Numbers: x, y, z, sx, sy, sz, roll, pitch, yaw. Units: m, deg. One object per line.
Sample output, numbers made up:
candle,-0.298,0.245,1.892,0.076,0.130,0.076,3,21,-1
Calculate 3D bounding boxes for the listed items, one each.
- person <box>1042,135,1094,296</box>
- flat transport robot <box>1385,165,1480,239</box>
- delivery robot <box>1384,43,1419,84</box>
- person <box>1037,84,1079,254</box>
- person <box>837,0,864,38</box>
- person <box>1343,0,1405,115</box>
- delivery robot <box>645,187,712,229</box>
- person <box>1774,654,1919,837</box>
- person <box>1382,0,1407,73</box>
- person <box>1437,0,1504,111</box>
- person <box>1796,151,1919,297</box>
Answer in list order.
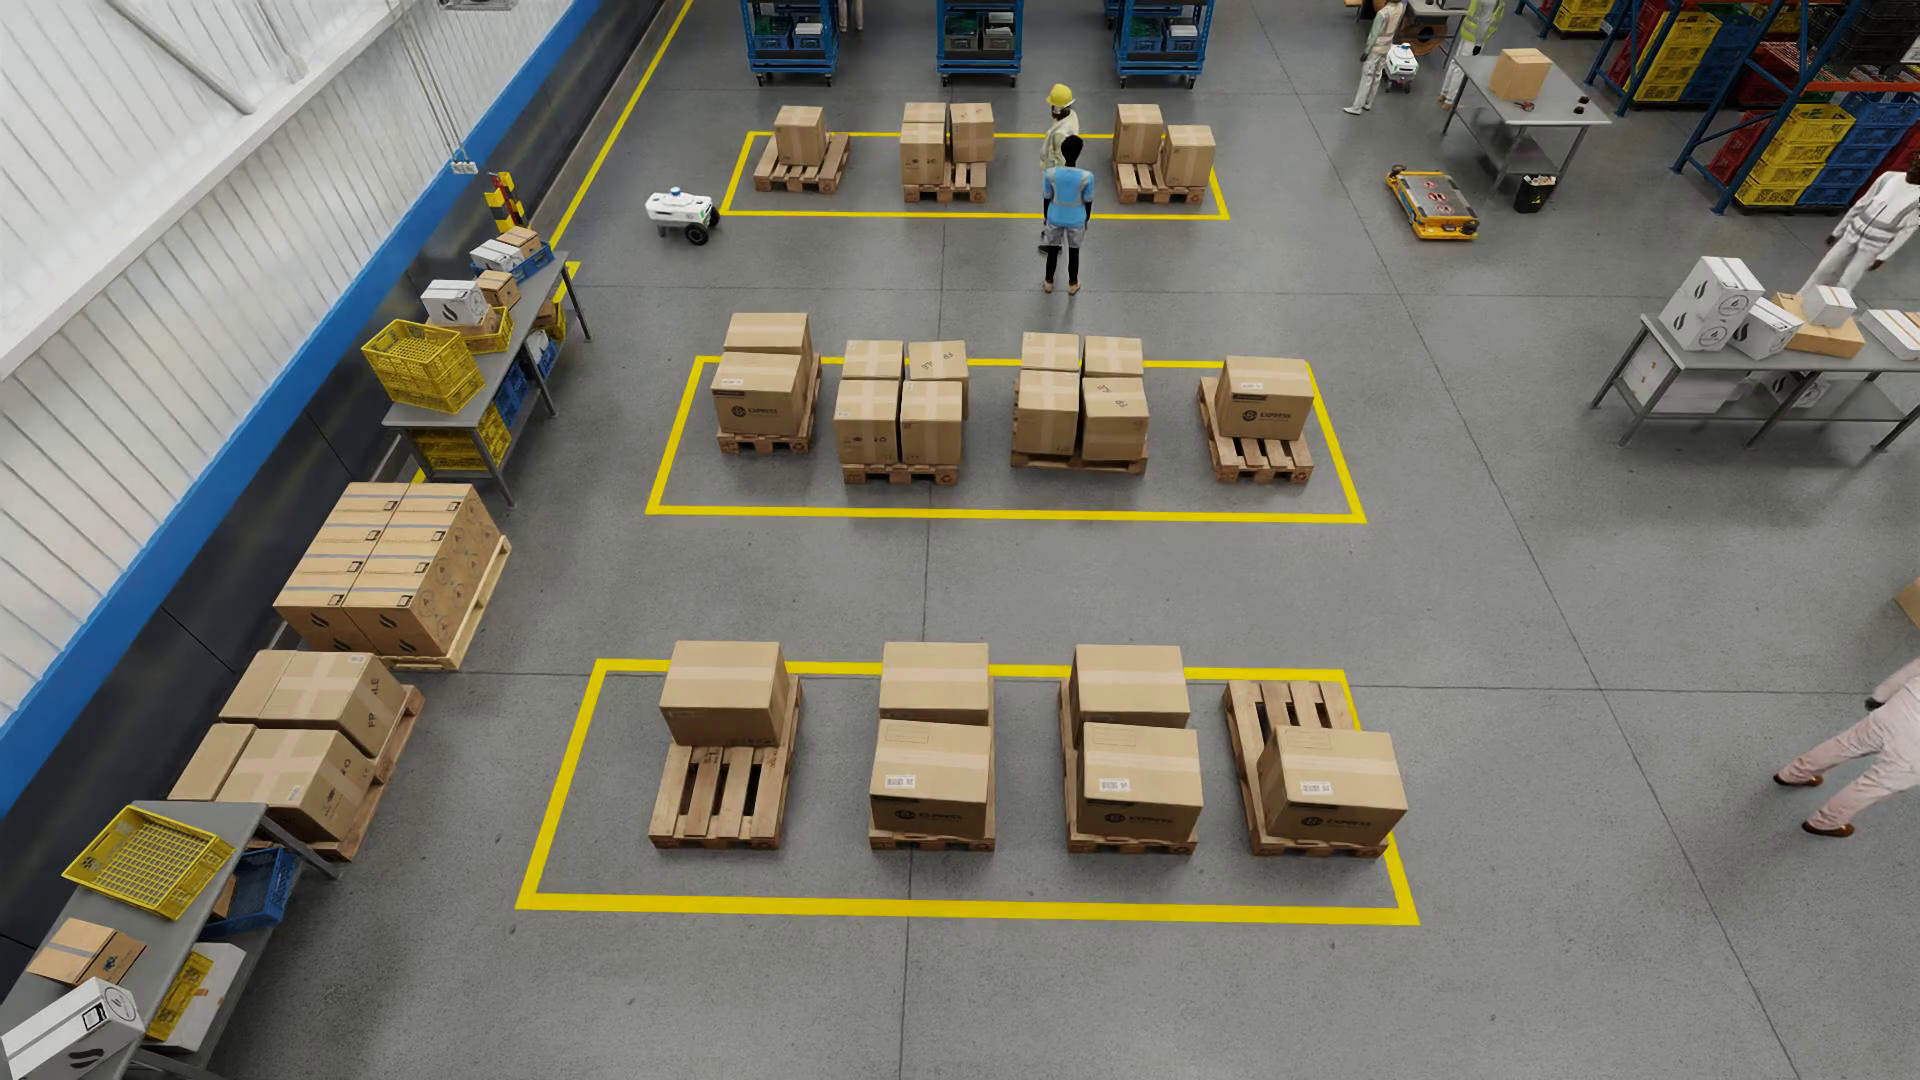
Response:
person,1.094,-3.308,9.443,0.531,1.693,0.320,10,50,9
flat transport robot,5.692,-4.094,11.059,0.652,0.197,1.431,1,49,1
delivery robot,6.372,-6.919,13.258,0.477,0.478,0.707,4,49,4
person,1.060,-4.000,9.954,0.404,1.829,0.591,10,50,9
person,-1.725,-8.804,14.016,0.624,1.980,0.410,-19,52,-16
person,5.612,-6.588,12.319,0.511,1.638,0.307,-30,56,-23
delivery robot,-3.238,-3.819,10.575,0.707,0.478,0.477,6,49,5
person,5.724,1.145,5.459,0.401,1.899,0.650,2,49,2
person,6.319,-7.797,13.176,0.369,1.931,0.628,10,50,9
person,6.962,-6.796,12.367,0.429,1.844,0.627,7,49,6
person,8.851,-2.931,8.998,0.371,1.882,0.582,-15,51,-12
